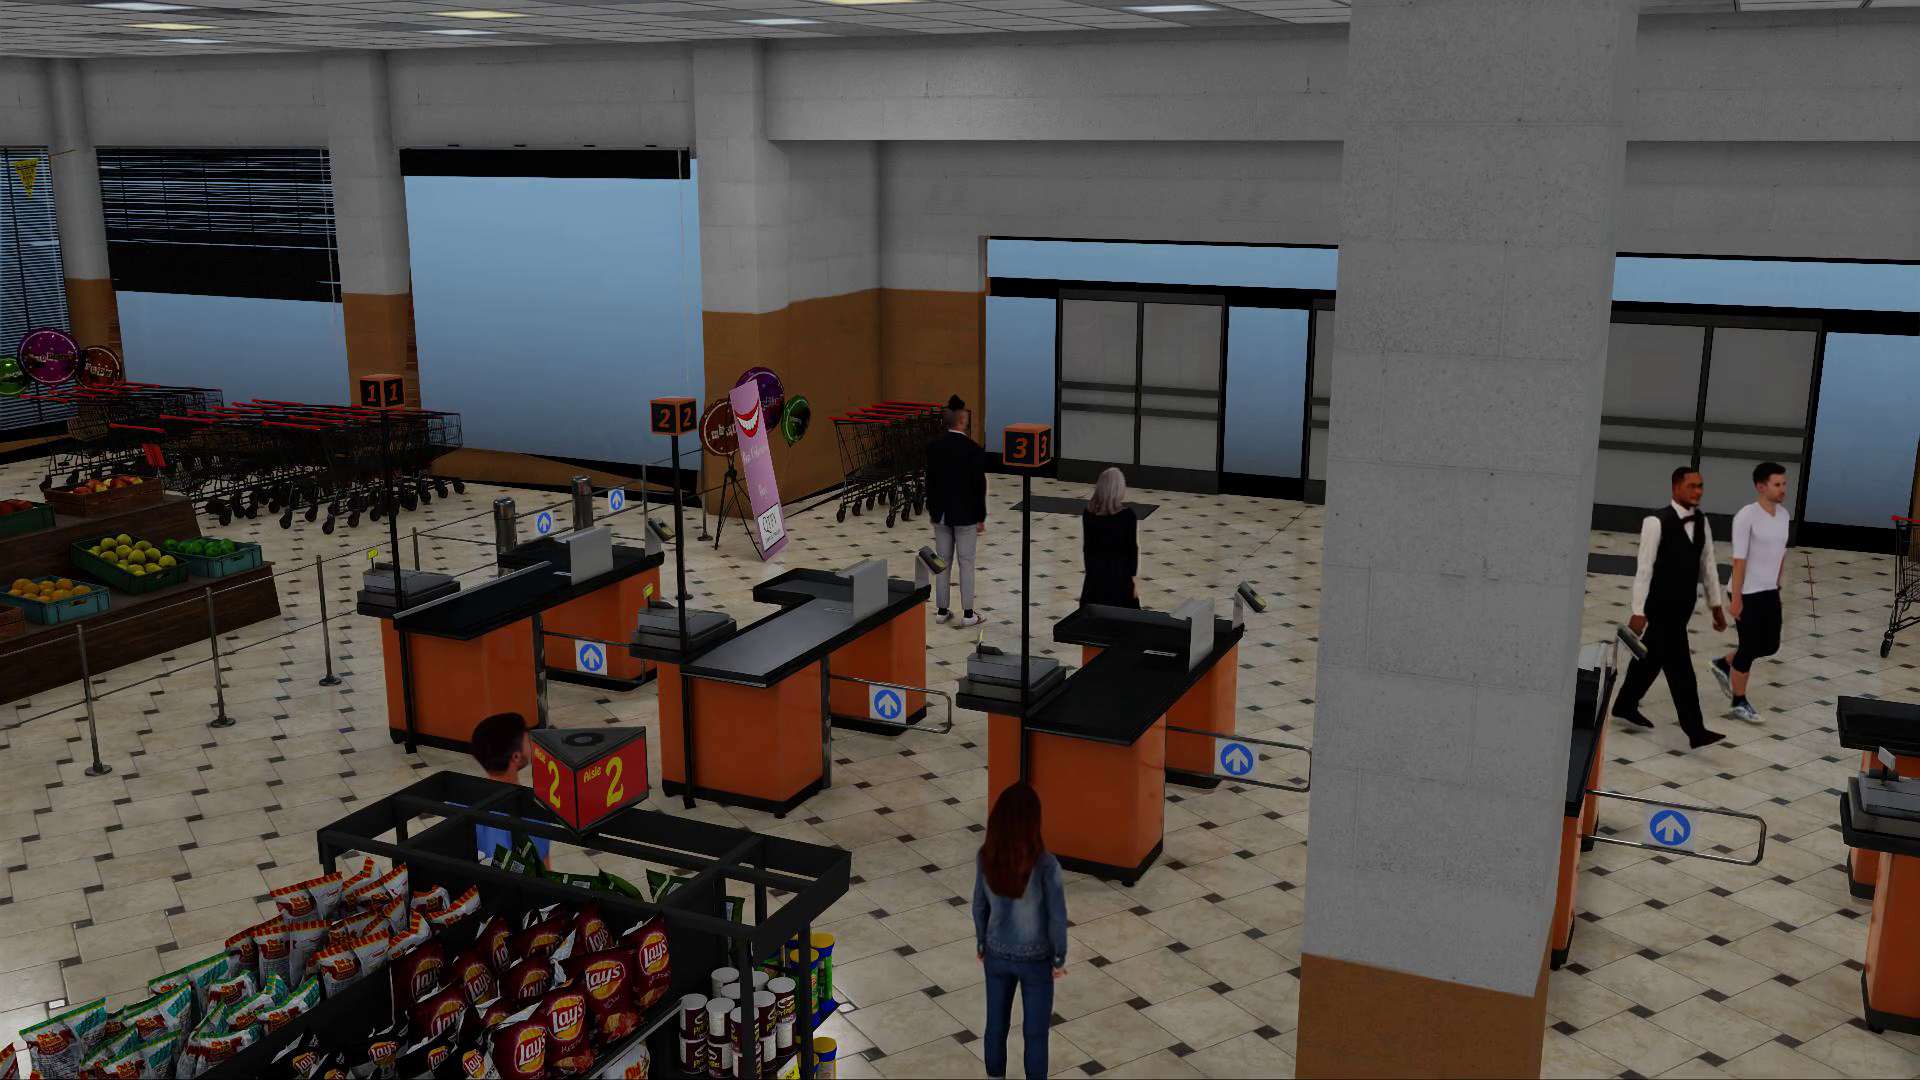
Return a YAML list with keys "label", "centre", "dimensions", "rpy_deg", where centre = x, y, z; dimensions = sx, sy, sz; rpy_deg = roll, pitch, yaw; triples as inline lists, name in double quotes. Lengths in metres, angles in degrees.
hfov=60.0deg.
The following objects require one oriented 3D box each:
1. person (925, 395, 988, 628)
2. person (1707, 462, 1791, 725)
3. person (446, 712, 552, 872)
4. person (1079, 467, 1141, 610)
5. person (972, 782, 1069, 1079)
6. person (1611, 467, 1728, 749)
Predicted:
- label: "person"
  centre: [-0.039, -0.254, 13.995]
  dimensions: [0.693, 1.957, 0.579]
  rpy_deg: [7, 15, 26]
- label: "person"
  centre: [5.551, 0.408, 11.784]
  dimensions: [0.943, 1.712, 0.994]
  rpy_deg: [-6, 15, -23]
- label: "person"
  centre: [-1.794, 1.585, 6.613]
  dimensions: [0.651, 1.862, 0.556]
  rpy_deg: [7, 15, 26]
- label: "person"
  centre: [1.088, 0.328, 12.041]
  dimensions: [0.594, 1.747, 0.556]
  rpy_deg: [7, 15, 26]
- label: "person"
  centre: [0.241, 1.713, 6.906]
  dimensions: [0.556, 1.477, 0.487]
  rpy_deg: [7, 15, 26]
- label: "person"
  centre: [4.762, 0.436, 11.338]
  dimensions: [1.277, 1.868, 1.278]
  rpy_deg: [-7, 15, -25]
